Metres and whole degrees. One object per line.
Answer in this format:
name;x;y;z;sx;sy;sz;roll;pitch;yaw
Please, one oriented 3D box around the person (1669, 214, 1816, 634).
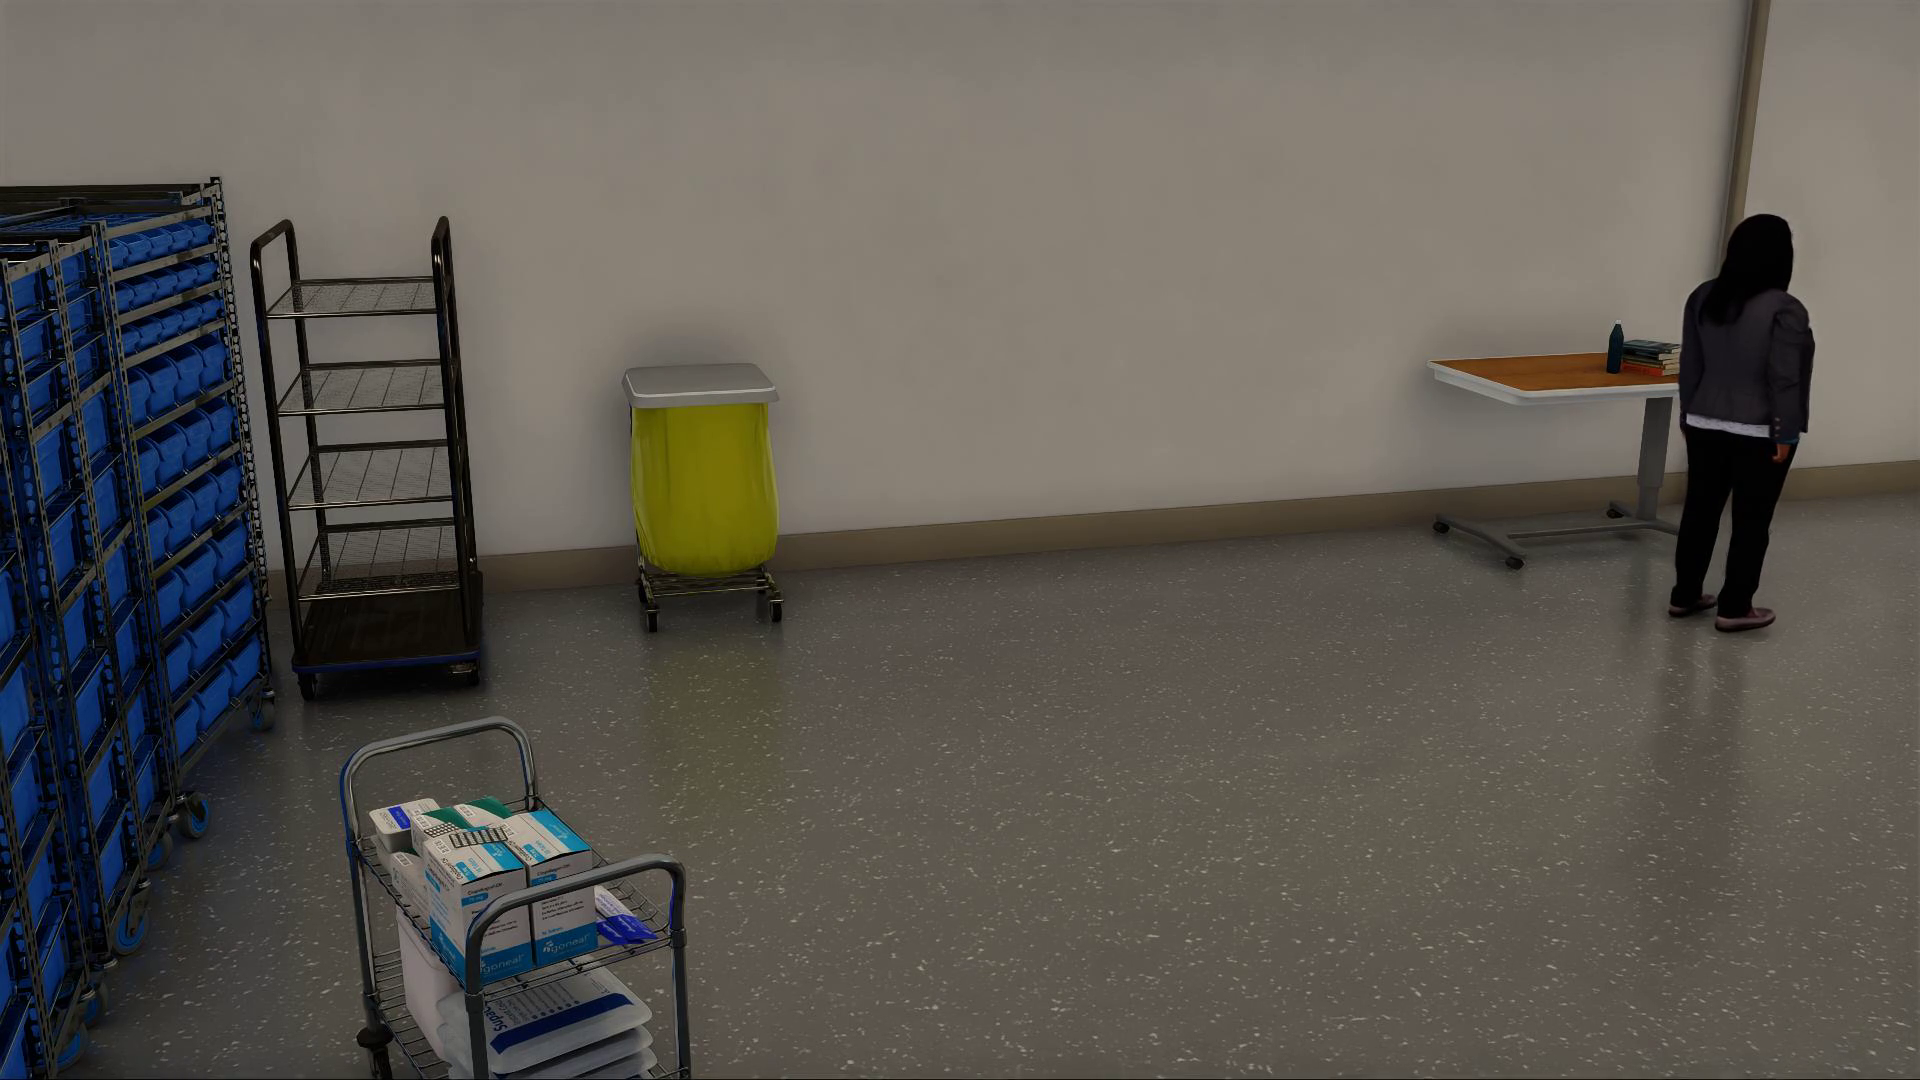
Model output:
person;3.000;-0.444;6.405;0.730;1.596;0.732;-8;18;-27
